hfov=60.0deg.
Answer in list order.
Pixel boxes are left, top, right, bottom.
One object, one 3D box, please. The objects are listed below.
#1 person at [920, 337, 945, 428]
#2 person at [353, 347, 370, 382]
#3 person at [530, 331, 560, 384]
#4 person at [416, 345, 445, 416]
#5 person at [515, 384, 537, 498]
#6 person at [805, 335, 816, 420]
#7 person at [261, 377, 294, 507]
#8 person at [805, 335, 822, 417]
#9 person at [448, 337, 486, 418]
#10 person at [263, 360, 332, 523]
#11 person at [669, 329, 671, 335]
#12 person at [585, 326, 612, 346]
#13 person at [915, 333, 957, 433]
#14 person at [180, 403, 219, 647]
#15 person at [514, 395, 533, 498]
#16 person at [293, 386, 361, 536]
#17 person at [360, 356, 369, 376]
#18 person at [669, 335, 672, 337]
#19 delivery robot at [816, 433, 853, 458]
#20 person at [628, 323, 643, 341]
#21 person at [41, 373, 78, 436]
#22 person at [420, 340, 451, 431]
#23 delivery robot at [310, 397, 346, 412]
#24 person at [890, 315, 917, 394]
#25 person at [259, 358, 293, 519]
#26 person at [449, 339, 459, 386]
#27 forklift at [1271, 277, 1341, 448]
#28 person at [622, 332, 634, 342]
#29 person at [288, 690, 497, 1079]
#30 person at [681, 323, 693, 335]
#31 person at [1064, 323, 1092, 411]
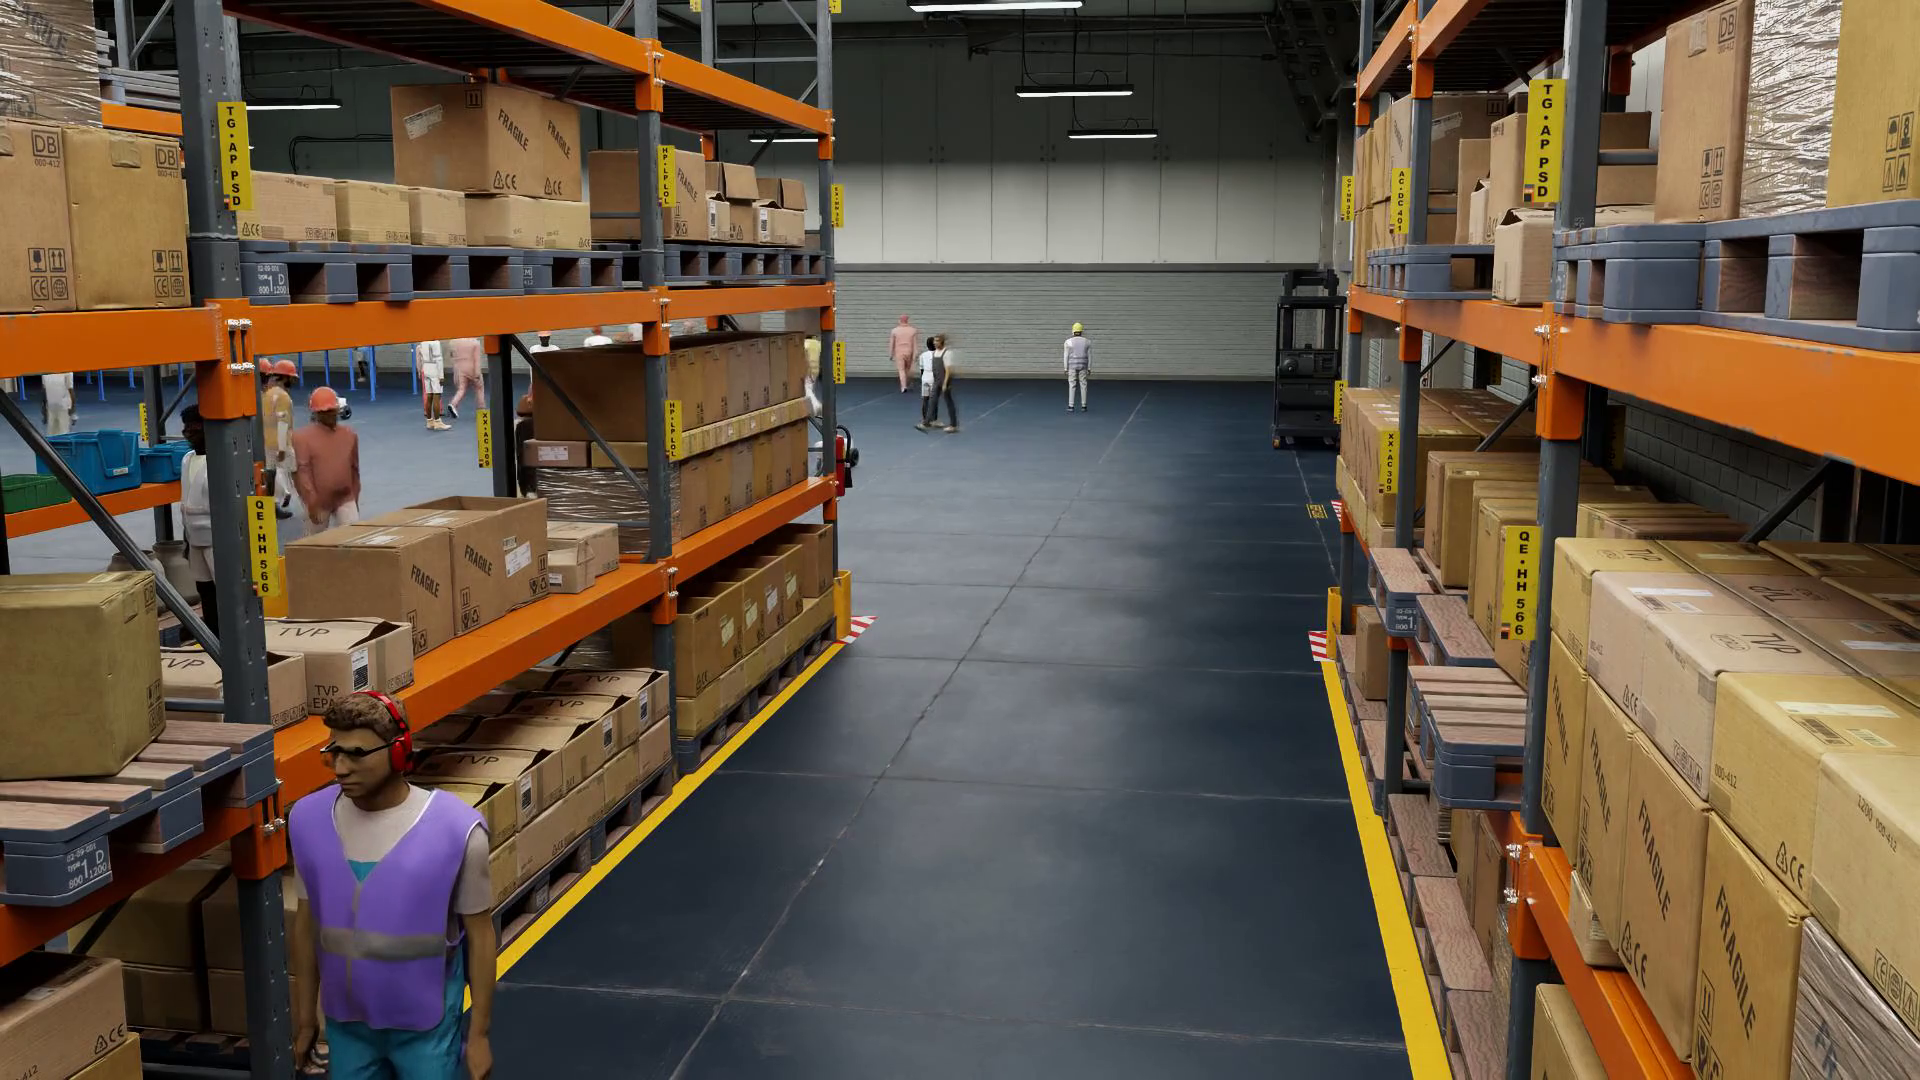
[{"bbox_3d":[-0.527,-2.956,31.122,0.532,1.692,0.320,9,13,42],"label":"person"},{"bbox_3d":[-15.686,-4.989,43.653,0.394,1.683,0.551,4,10,26],"label":"person"},{"bbox_3d":[-7.401,-2.852,29.719,0.542,1.939,0.364,-3,10,-17],"label":"person"},{"bbox_3d":[-10.669,-3.383,33.525,0.524,1.770,0.315,-1,9,-6],"label":"person"},{"bbox_3d":[-3.673,-0.431,14.761,0.615,1.951,0.981,0,9,0],"label":"person"},{"bbox_3d":[-3.162,-3.185,32.429,0.886,1.723,0.515,-8,12,-42],"label":"person"},{"bbox_3d":[-8.505,-1.216,20.641,0.770,1.614,0.522,8,12,40],"label":"person"},{"bbox_3d":[-2.962,-3.330,33.091,0.660,1.807,0.854,-8,12,-40],"label":"person"},{"bbox_3d":[-9.816,-3.366,33.126,0.650,1.868,0.826,4,10,24],"label":"person"},{"bbox_3d":[-7.780,-1.126,19.234,0.572,1.877,0.984,8,12,42],"label":"person"},{"bbox_3d":[-7.629,-4.888,42.356,0.615,1.908,0.425,-8,12,-40],"label":"person"},{"bbox_3d":[-7.501,-3.596,34.604,0.583,1.855,0.753,-4,10,-21],"label":"person"},{"bbox_3d":[-0.388,-2.815,29.924,0.950,1.792,0.535,-8,12,-42],"label":"person"},{"bbox_3d":[-5.488,-0.019,12.161,0.613,1.964,0.361,6,11,32],"label":"person"},{"bbox_3d":[-4.506,-0.711,17.456,0.508,1.631,0.264,1,9,8],"label":"person"},{"bbox_3d":[-5.469,-0.366,14.393,1.019,1.949,0.615,9,13,43],"label":"person"},{"bbox_3d":[-16.531,-5.375,46.215,0.515,1.636,0.315,-6,11,-35],"label":"person"},{"bbox_3d":[-4.631,-2.317,26.542,0.639,1.903,0.409,-5,11,-29],"label":"person"},{"bbox_3d":[-1.869,-1.386,24.779,0.477,0.478,0.707,3,10,19],"label":"delivery robot"},{"bbox_3d":[-8.160,-4.848,42.243,0.514,1.872,0.328,1,9,7],"label":"person"},{"bbox_3d":[-12.953,-1.835,23.811,0.710,1.837,0.402,2,9,12],"label":"person"},{"bbox_3d":[-9.661,-3.045,30.592,0.608,2.044,0.378,9,13,43],"label":"person"},{"bbox_3d":[-12.413,-2.667,32.679,0.477,0.478,0.707,4,10,23],"label":"delivery robot"},{"bbox_3d":[-1.350,-4.452,39.848,0.646,1.865,0.975,-2,9,-11],"label":"person"},{"bbox_3d":[-8.310,-1.188,19.580,0.642,1.911,0.569,-6,11,-32],"label":"person"},{"bbox_3d":[-12.605,-4.803,41.914,0.656,1.872,0.985,-6,11,-35],"label":"person"},{"bbox_3d":[5.847,-3.016,27.970,1.129,2.768,1.873,1,9,9],"label":"forklift"},{"bbox_3d":[-7.055,-3.664,35.787,0.840,1.593,0.507,-4,10,-25],"label":"person"},{"bbox_3d":[-1.512,1.288,4.474,0.572,1.843,0.373,2,9,11],"label":"person"},{"bbox_3d":[-5.653,-3.544,34.313,0.659,1.838,1.039,2,9,13],"label":"person"},{"bbox_3d":[2.455,-3.613,34.730,0.590,1.837,0.403,-1,9,-6],"label":"person"}]
